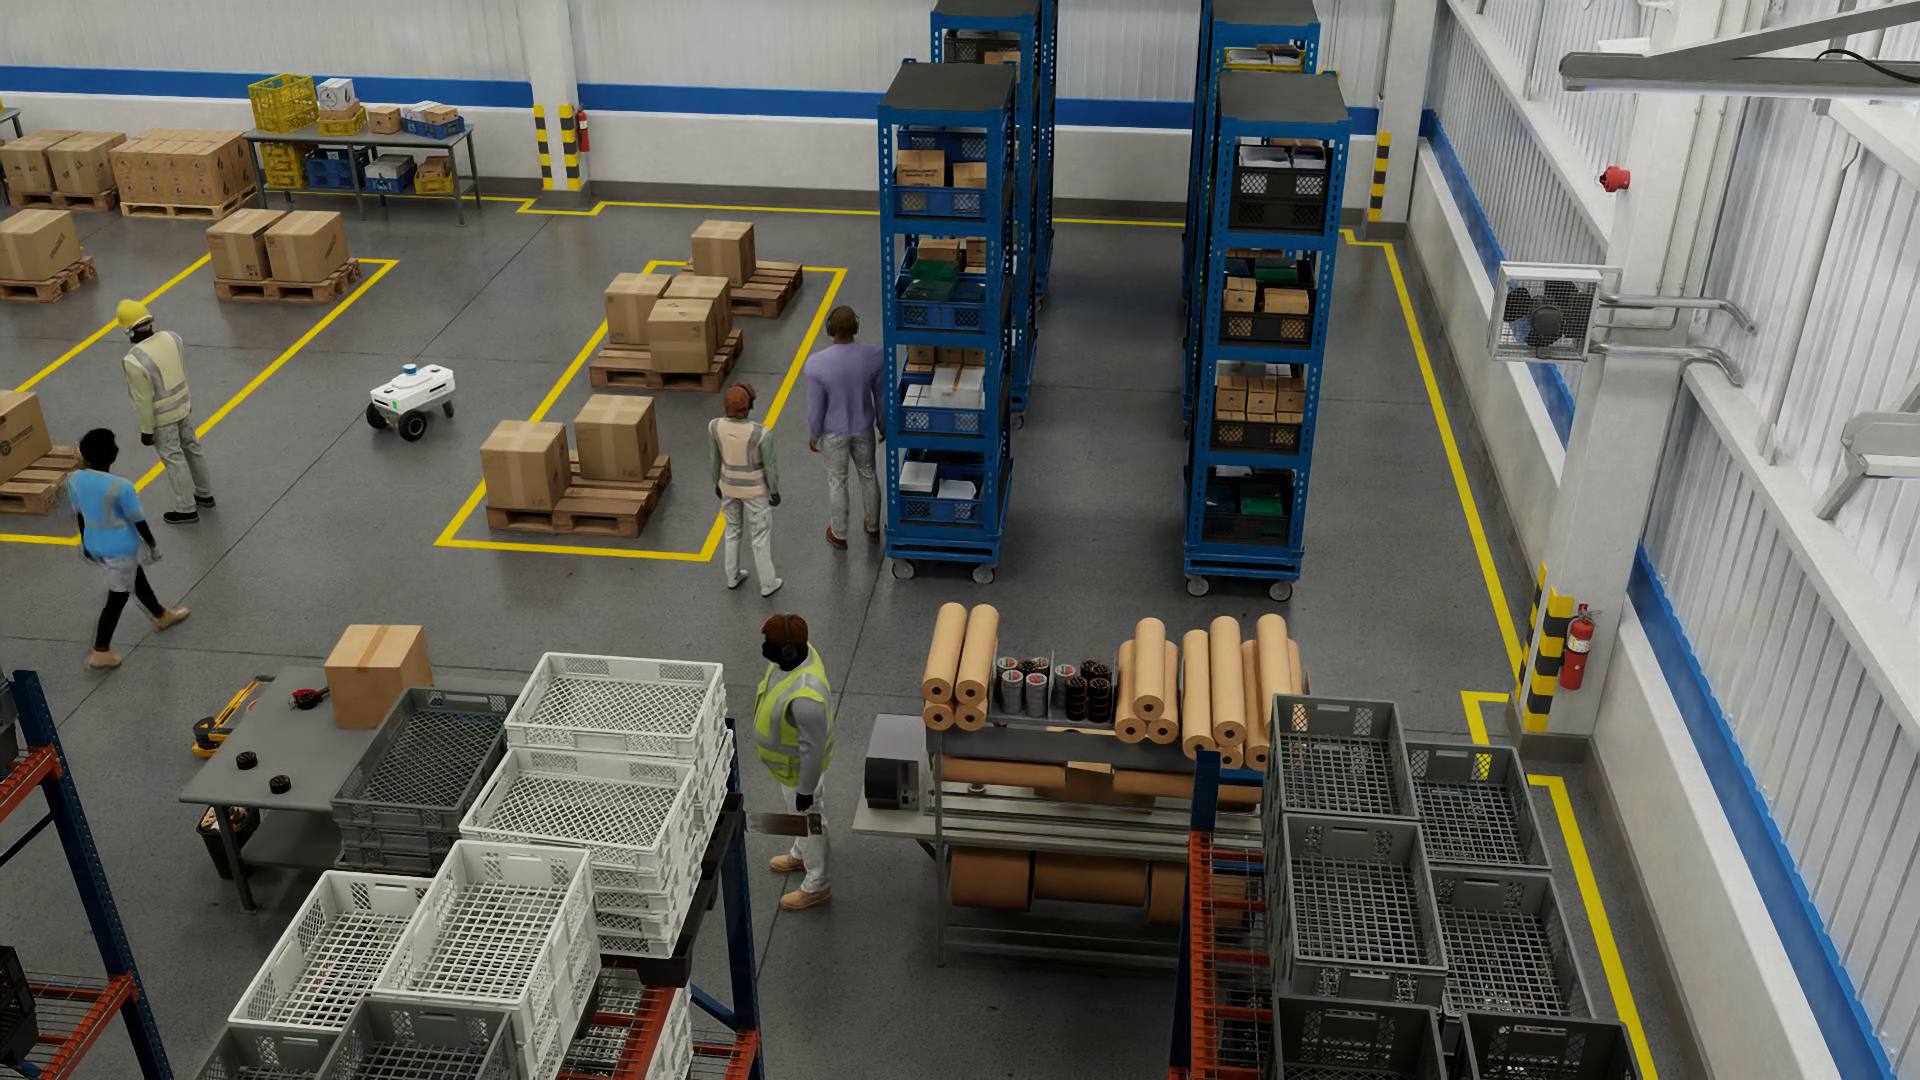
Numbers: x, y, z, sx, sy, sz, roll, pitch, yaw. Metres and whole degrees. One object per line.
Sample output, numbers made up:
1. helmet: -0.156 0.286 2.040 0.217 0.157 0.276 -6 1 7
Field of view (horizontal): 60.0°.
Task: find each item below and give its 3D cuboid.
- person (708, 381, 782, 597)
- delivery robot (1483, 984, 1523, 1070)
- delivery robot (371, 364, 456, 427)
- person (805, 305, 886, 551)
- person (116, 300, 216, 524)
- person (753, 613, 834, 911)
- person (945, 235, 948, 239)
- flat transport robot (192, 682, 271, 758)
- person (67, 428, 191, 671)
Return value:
1. person: -1.544 -0.359 11.922 0.522 1.632 0.314 12 32 20
2. delivery robot: 2.693 2.428 8.106 0.477 0.478 0.707 -4 31 -7
3. delivery robot: -4.757 -1.297 14.504 0.477 0.478 0.707 19 35 29
4. person: -0.834 -0.835 12.436 0.635 1.936 0.355 -11 32 -18
5. person: -6.138 -0.988 12.812 0.404 1.822 0.592 6 31 10
6. person: -0.899 1.190 9.051 0.429 1.842 0.636 -7 31 -12
7. person: 0.112 -4.030 17.925 0.744 1.943 0.402 18 35 28
8. flat transport robot: -4.089 1.163 10.648 1.431 0.197 0.652 3 30 6
9. person: -5.720 0.053 11.193 0.537 1.650 0.869 14 33 23
